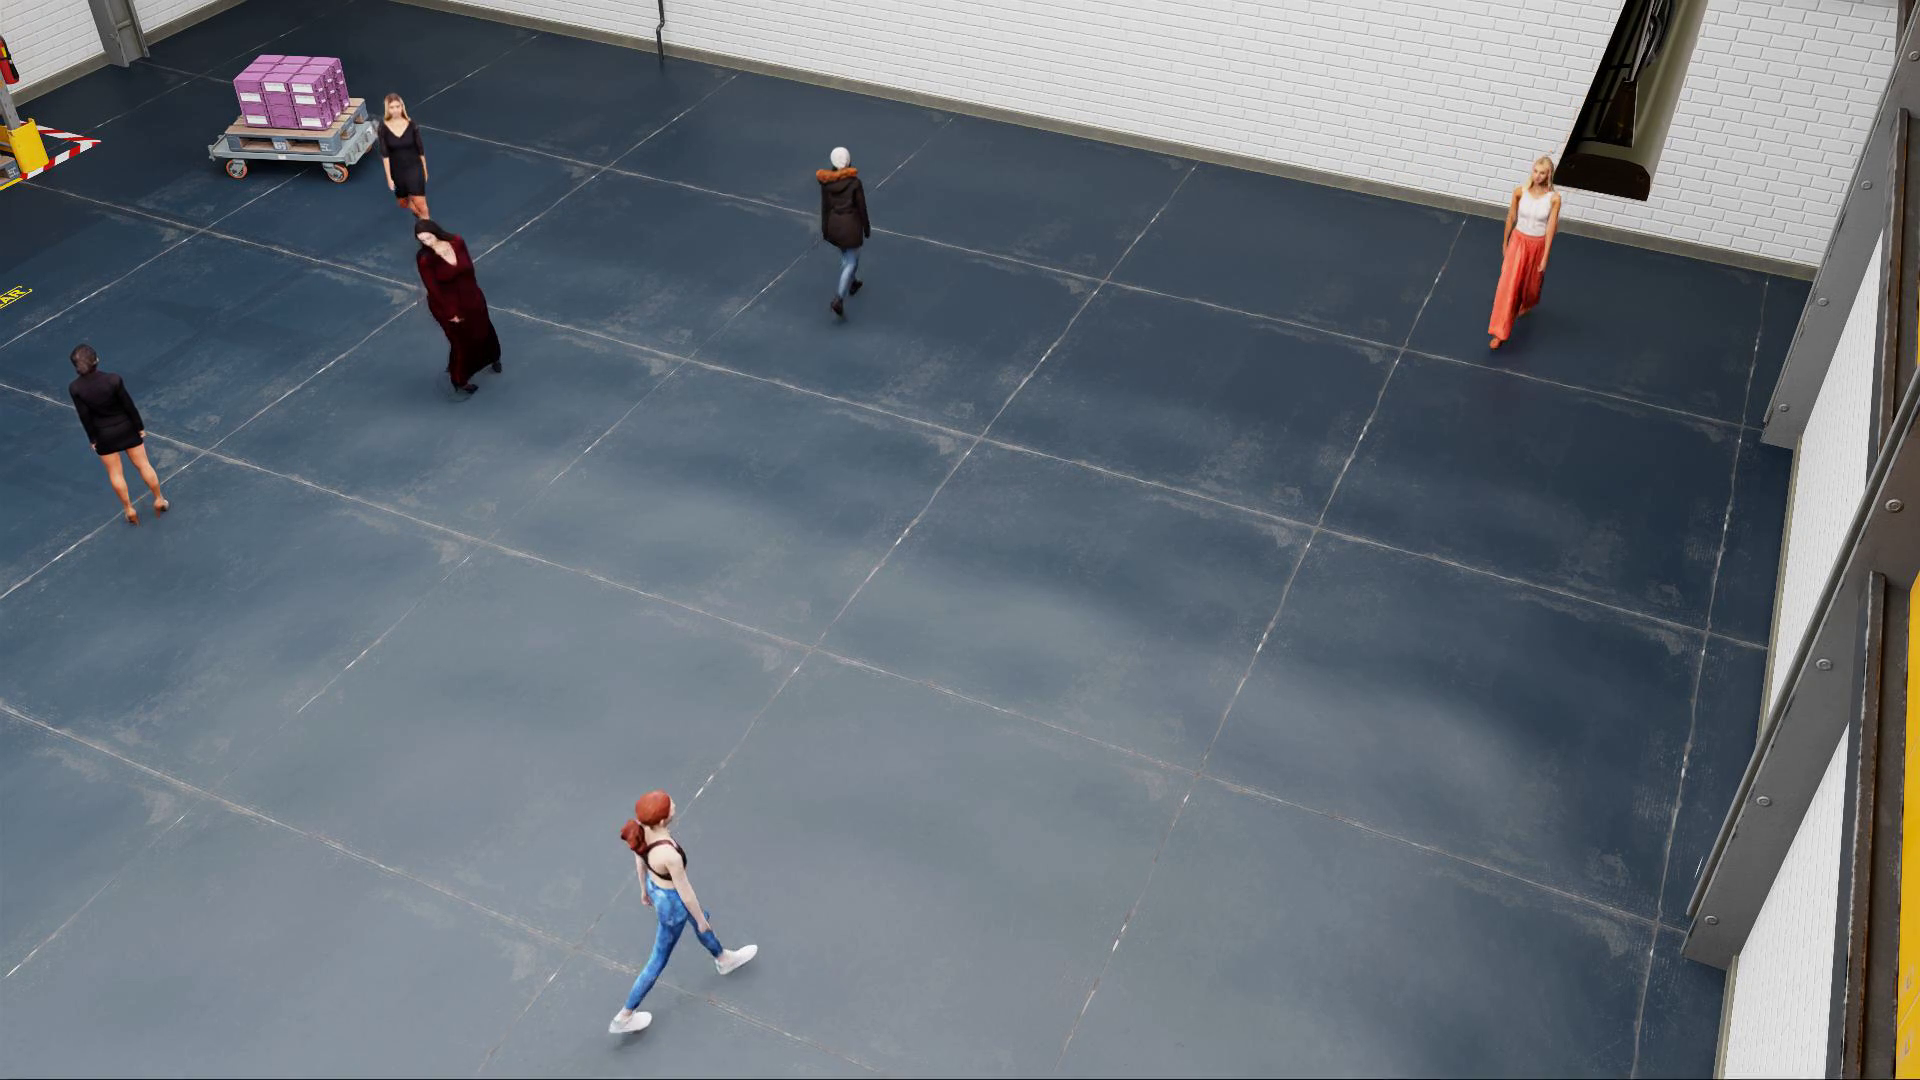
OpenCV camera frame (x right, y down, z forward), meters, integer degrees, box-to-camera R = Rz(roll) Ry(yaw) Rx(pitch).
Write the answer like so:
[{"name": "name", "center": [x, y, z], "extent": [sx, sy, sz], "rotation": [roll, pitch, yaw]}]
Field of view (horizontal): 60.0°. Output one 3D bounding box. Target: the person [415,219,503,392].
[{"name": "person", "center": [-4.467, -2.056, 14.567], "extent": [0.896, 1.705, 0.604], "rotation": [12, 40, 15]}]

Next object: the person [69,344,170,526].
[{"name": "person", "center": [-6.639, -0.830, 13.085], "extent": [0.703, 1.640, 0.763], "rotation": [-19, 42, -22]}]

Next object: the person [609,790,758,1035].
[{"name": "person", "center": [-1.695, 2.109, 9.325], "extent": [1.299, 1.738, 0.973], "rotation": [-27, 46, -29]}]

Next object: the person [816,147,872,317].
[{"name": "person", "center": [-1.096, -2.900, 15.698], "extent": [0.627, 1.612, 1.010], "rotation": [15, 41, 18]}]

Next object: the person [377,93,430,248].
[{"name": "person", "center": [-5.543, -3.690, 16.652], "extent": [0.940, 1.657, 1.040], "rotation": [-11, 40, -13]}]

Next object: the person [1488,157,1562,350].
[{"name": "person", "center": [5.260, -2.695, 15.317], "extent": [0.637, 1.768, 1.181], "rotation": [18, 42, 21]}]
